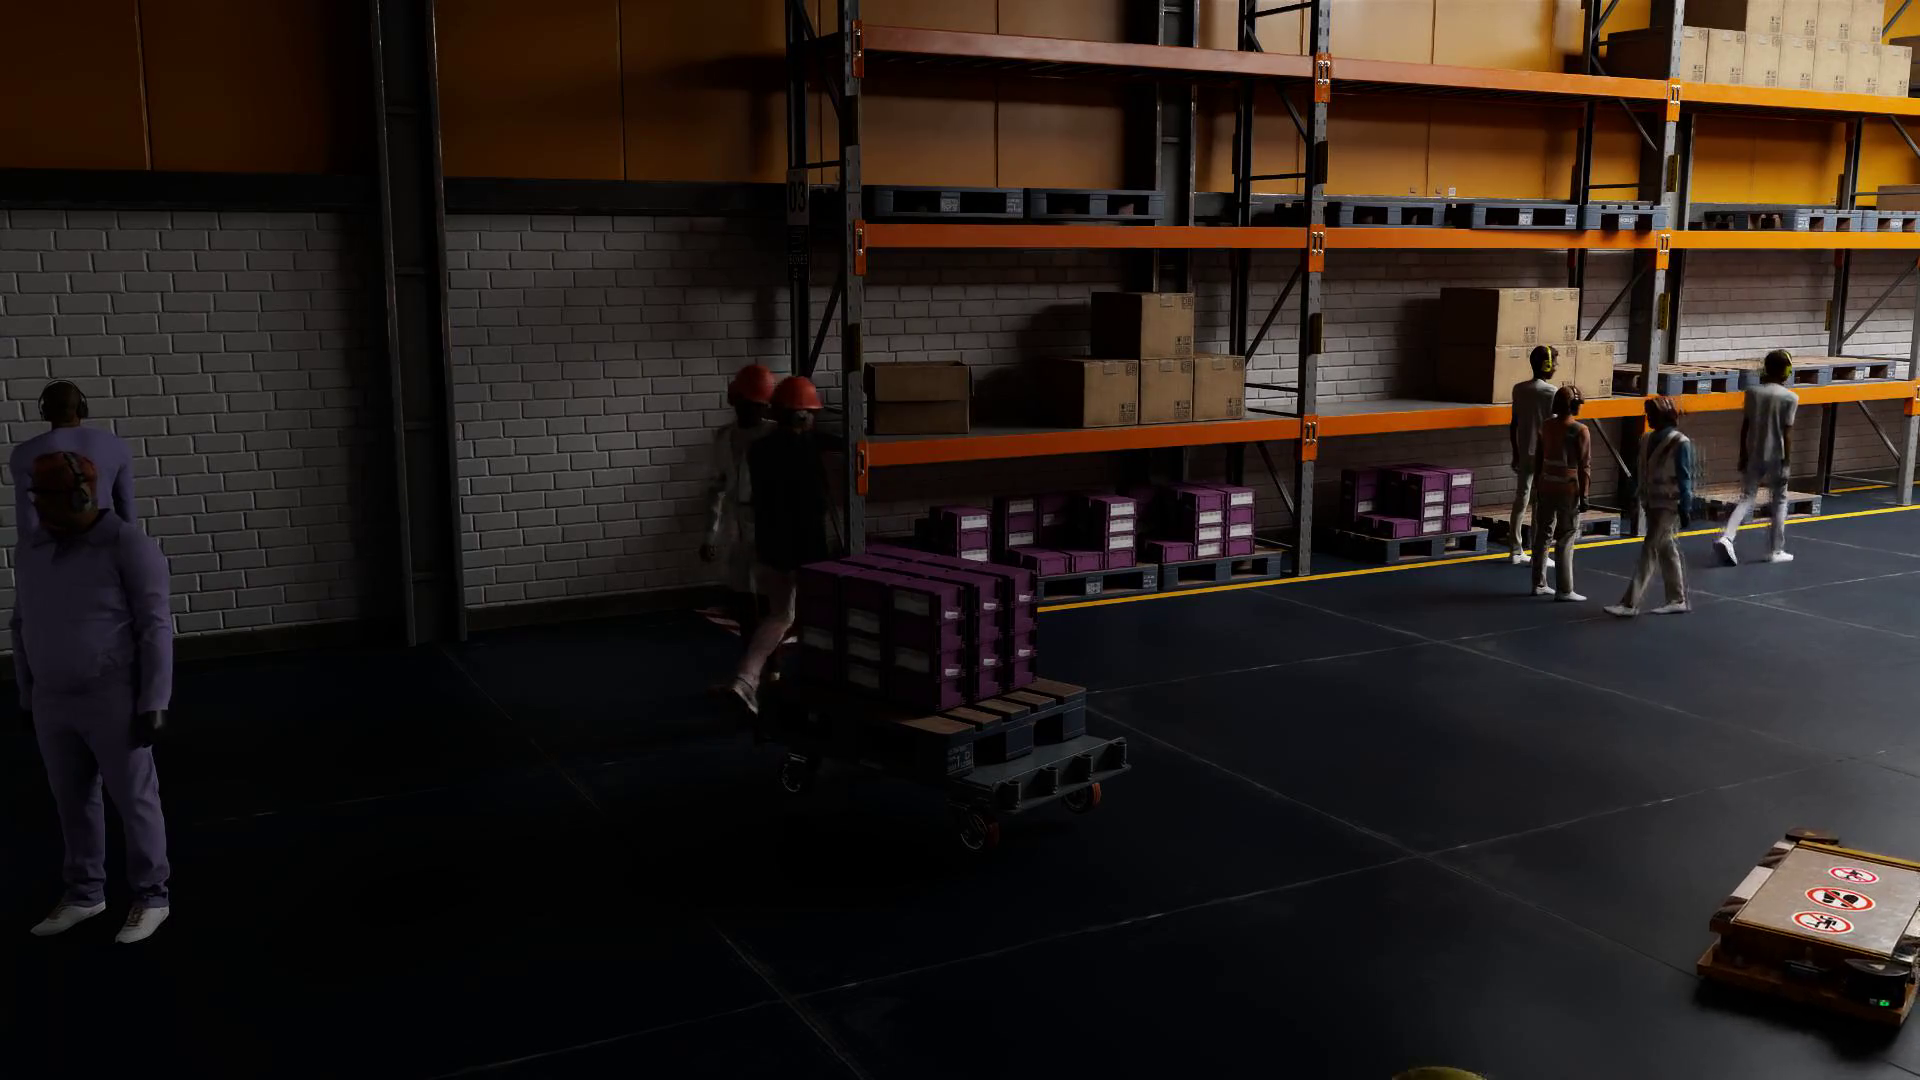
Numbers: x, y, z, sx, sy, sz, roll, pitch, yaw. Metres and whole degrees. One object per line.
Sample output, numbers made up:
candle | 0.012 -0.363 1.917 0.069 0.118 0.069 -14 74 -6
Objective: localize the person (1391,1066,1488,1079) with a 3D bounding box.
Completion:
person | 0.558 1.448 2.008 0.403 1.719 0.505 4 11 24

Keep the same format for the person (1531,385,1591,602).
person | 4.566 -0.352 12.628 0.311 1.638 0.523 -4 11 -24

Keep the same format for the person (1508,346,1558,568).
person | 4.841 -0.698 13.972 0.327 1.865 0.519 -5 11 -27

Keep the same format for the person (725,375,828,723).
person | -0.943 0.069 9.238 0.639 1.971 0.780 9 13 42

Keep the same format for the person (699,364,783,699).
person | -1.224 -0.006 9.596 0.750 2.017 0.438 8 13 39

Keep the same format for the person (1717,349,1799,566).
person | 6.749 -0.685 14.011 0.867 1.832 0.523 -6 12 -32

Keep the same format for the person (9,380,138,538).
person | -4.936 0.074 9.327 0.627 1.936 0.373 -9 13 -42

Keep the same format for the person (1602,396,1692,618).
person | 4.959 -0.230 12.007 0.811 1.596 0.535 -2 10 -12

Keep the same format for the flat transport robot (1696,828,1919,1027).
flat transport robot | 3.343 1.426 6.321 0.652 0.197 1.431 8 12 38

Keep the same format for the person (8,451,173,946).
person | -3.335 0.605 6.353 0.652 1.904 0.403 2 10 12
